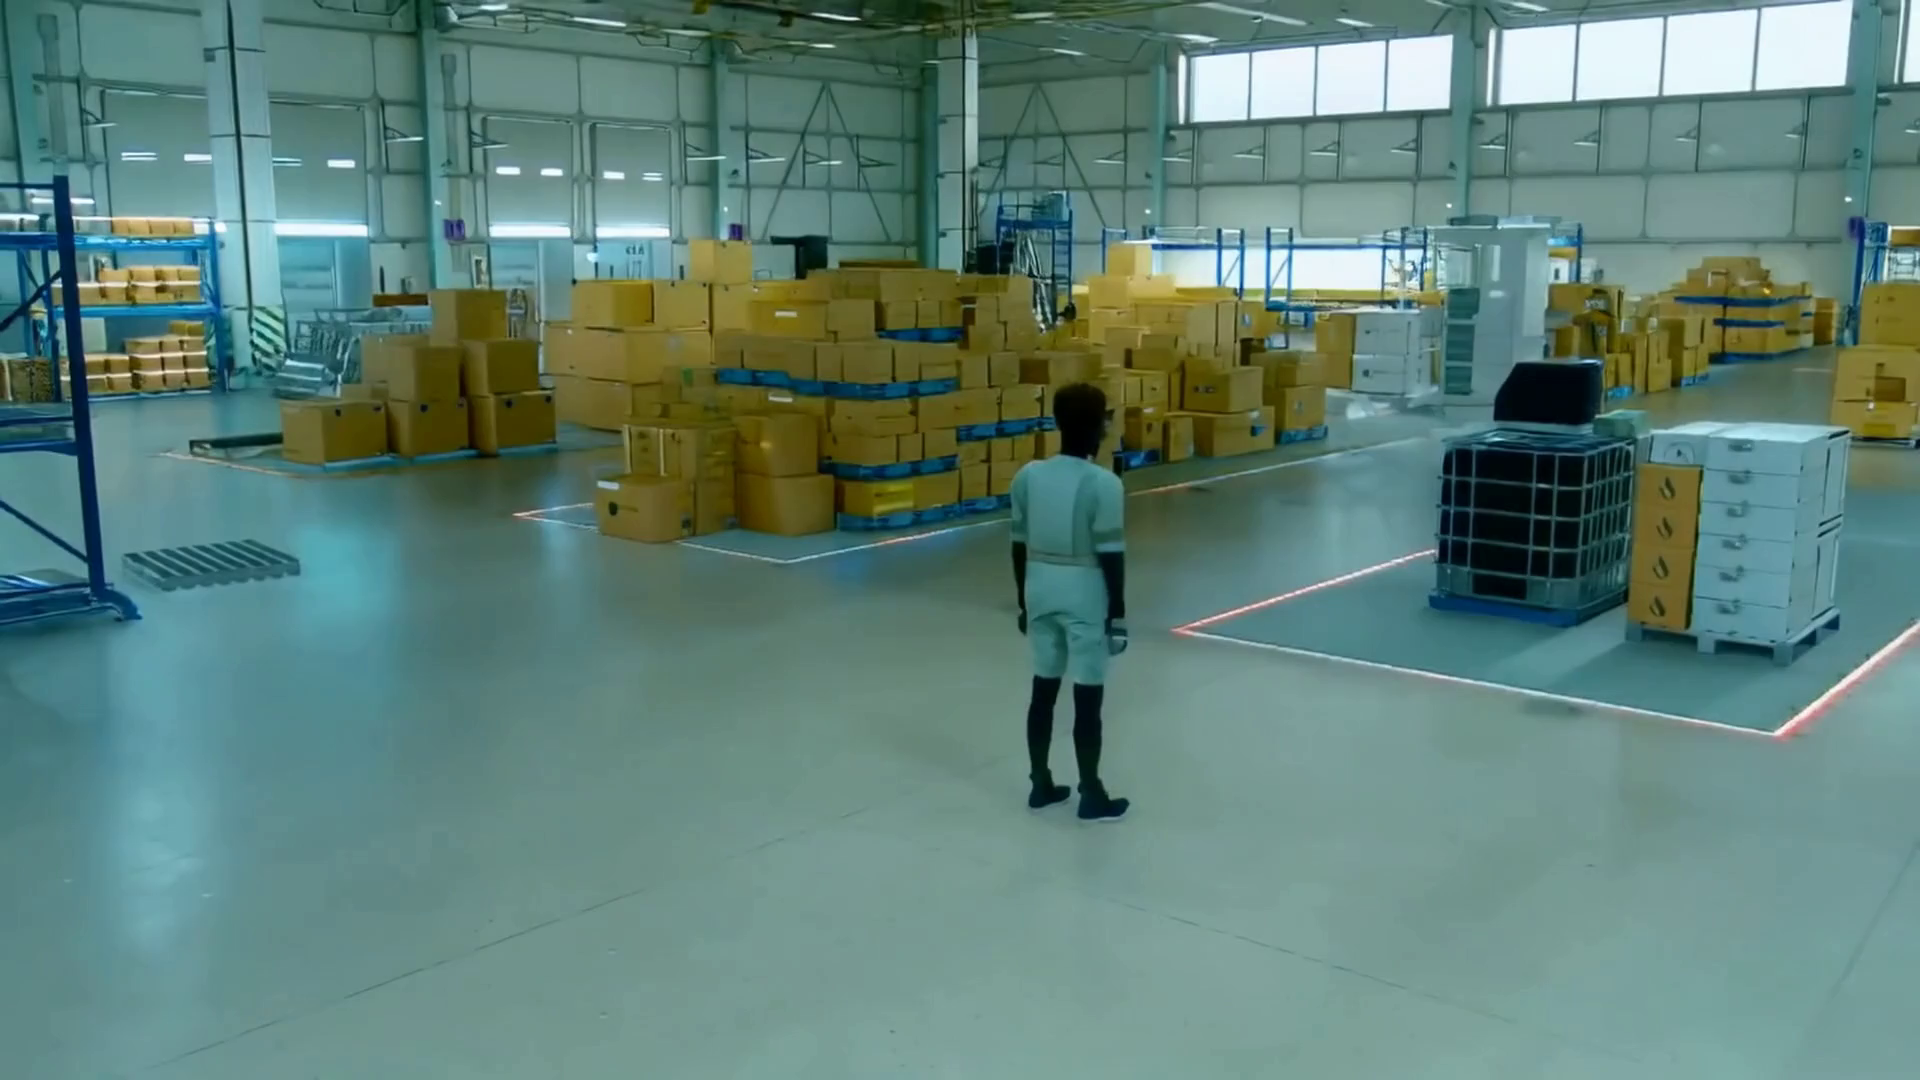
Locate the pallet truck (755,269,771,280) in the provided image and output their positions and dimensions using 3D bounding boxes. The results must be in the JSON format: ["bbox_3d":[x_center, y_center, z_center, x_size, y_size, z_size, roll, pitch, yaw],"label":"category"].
[{"bbox_3d":[-4.996,-6.432,45.525,1.885,1.965,0.823,-6,12,-32],"label":"pallet truck"}]

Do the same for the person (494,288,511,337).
[{"bbox_3d":[-7.134,-2.915,25.671,0.628,1.940,0.377,9,13,42],"label":"person"}]

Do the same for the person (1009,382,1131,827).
[{"bbox_3d":[0.492,0.285,7.381,0.605,1.962,0.373,9,13,42],"label":"person"}]

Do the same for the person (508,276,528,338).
[{"bbox_3d":[-10.331,-5.222,38.958,0.574,1.884,0.360,9,13,42],"label":"person"}]

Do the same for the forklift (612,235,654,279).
[{"bbox_3d":[-7.300,-5.450,37.421,1.873,2.768,1.129,8,13,40],"label":"forklift"}]

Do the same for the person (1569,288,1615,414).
[{"bbox_3d":[8.774,-2.492,23.099,0.611,1.996,0.387,9,13,42],"label":"person"}]

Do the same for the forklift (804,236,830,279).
[{"bbox_3d":[-3.406,-5.866,39.789,1.873,2.768,1.129,2,10,13],"label":"forklift"}]

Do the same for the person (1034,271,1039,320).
[{"bbox_3d":[2.081,-6.922,48.486,0.544,1.939,0.372,9,13,42],"label":"person"}]

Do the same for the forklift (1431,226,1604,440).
[{"bbox_3d":[7.339,-2.688,21.696,1.873,2.768,1.129,8,13,40],"label":"forklift"}]
